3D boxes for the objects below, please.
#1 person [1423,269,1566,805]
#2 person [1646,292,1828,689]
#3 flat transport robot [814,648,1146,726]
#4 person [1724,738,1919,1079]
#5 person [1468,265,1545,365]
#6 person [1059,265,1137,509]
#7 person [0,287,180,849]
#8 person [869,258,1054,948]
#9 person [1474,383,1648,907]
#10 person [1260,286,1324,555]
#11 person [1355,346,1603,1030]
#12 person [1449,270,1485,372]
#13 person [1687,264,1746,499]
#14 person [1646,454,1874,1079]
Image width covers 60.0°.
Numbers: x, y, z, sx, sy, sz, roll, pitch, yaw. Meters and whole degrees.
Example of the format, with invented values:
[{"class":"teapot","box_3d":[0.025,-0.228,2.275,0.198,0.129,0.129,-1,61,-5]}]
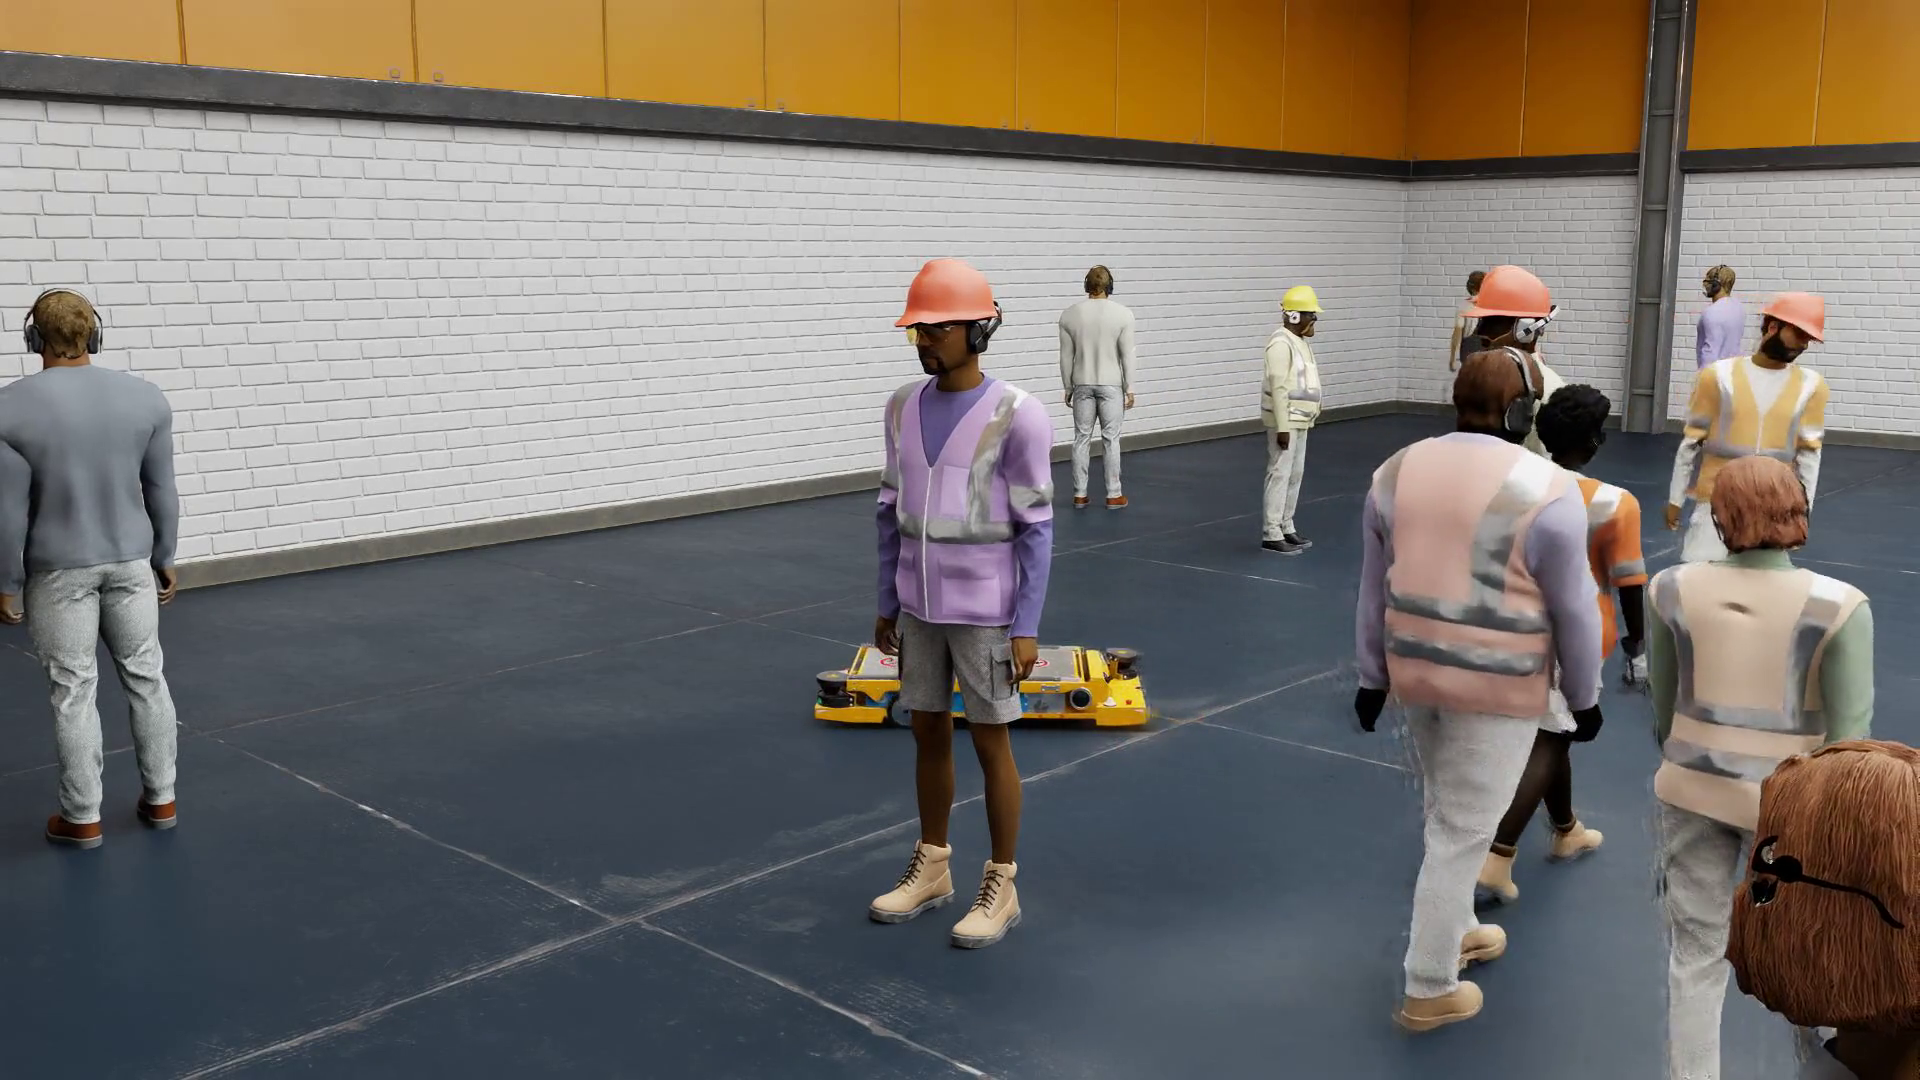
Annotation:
[{"class":"person","box_3d":[2.022,0.004,6.189,0.378,1.995,0.609,-1,10,-7]},{"class":"person","box_3d":[3.552,-0.178,7.550,0.647,1.879,0.379,2,10,14]},{"class":"flat transport robot","box_3d":[0.097,0.641,7.469,1.431,0.197,0.652,0,10,2]},{"class":"person","box_3d":[0.834,0.989,1.604,0.273,1.632,0.507,8,13,39]},{"class":"person","box_3d":[2.574,-0.300,7.918,0.382,1.993,0.622,3,10,14]},{"class":"person","box_3d":[1.099,-1.209,13.253,0.632,1.940,0.372,4,11,19]},{"class":"person","box_3d":[-3.036,0.102,5.788,0.371,1.941,0.627,10,14,44]},{"class":"person","box_3d":[-0.023,0.193,4.974,0.614,2.042,0.373,8,13,38]},{"class":"person","box_3d":[1.900,0.324,5.339,0.872,1.655,0.540,-8,13,-37]},{"class":"person","box_3d":[2.263,-0.817,11.365,0.403,1.824,0.600,5,11,26]},{"class":"person","box_3d":[1.454,0.391,4.501,0.753,1.815,0.627,-6,12,-32]},{"class":"person","box_3d":[5.564,-1.992,18.012,0.550,1.830,0.441,-2,10,-12]},{"class":"person","box_3d":[6.239,-1.298,13.760,0.373,1.940,0.627,9,14,42]},{"class":"person","box_3d":[1.847,0.606,3.858,0.524,1.606,0.690,9,13,42]}]
